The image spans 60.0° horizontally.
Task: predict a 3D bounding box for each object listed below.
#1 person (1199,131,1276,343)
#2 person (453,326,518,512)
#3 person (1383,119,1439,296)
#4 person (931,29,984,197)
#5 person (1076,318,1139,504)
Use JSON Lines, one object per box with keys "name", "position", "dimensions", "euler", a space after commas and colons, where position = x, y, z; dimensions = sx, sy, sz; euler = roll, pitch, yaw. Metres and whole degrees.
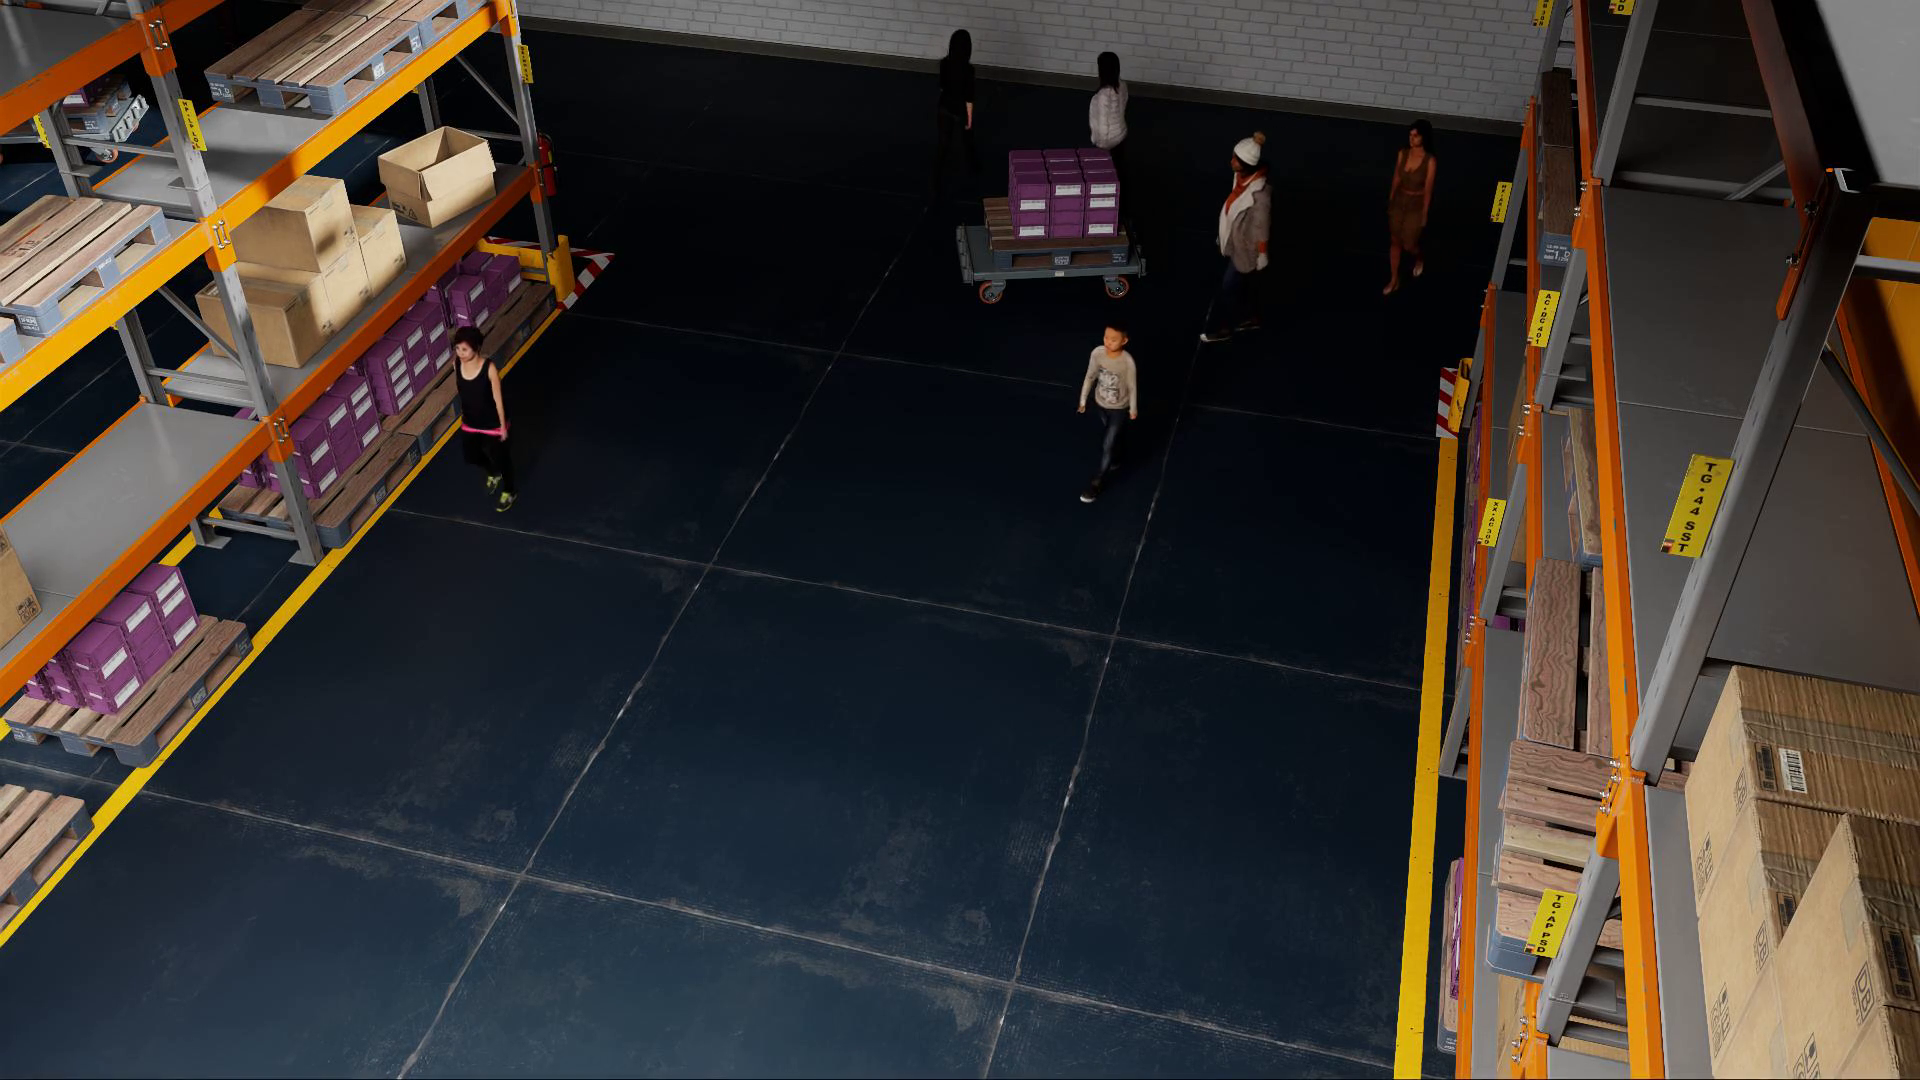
{"name": "person", "position": [2.527, -2.573, 14.089], "dimensions": [0.970, 1.880, 0.944], "euler": [-8, 39, -9]}
{"name": "person", "position": [-3.477, -0.942, 12.315], "dimensions": [0.533, 1.544, 0.554], "euler": [10, 40, 12]}
{"name": "person", "position": [4.030, -2.944, 14.718], "dimensions": [0.855, 1.674, 0.767], "euler": [-30, 48, -32]}
{"name": "person", "position": [-0.094, -4.143, 16.279], "dimensions": [0.704, 1.601, 1.119], "euler": [16, 41, 19]}
{"name": "person", "position": [1.188, -1.053, 12.547], "dimensions": [0.807, 1.428, 1.066], "euler": [25, 45, 28]}
